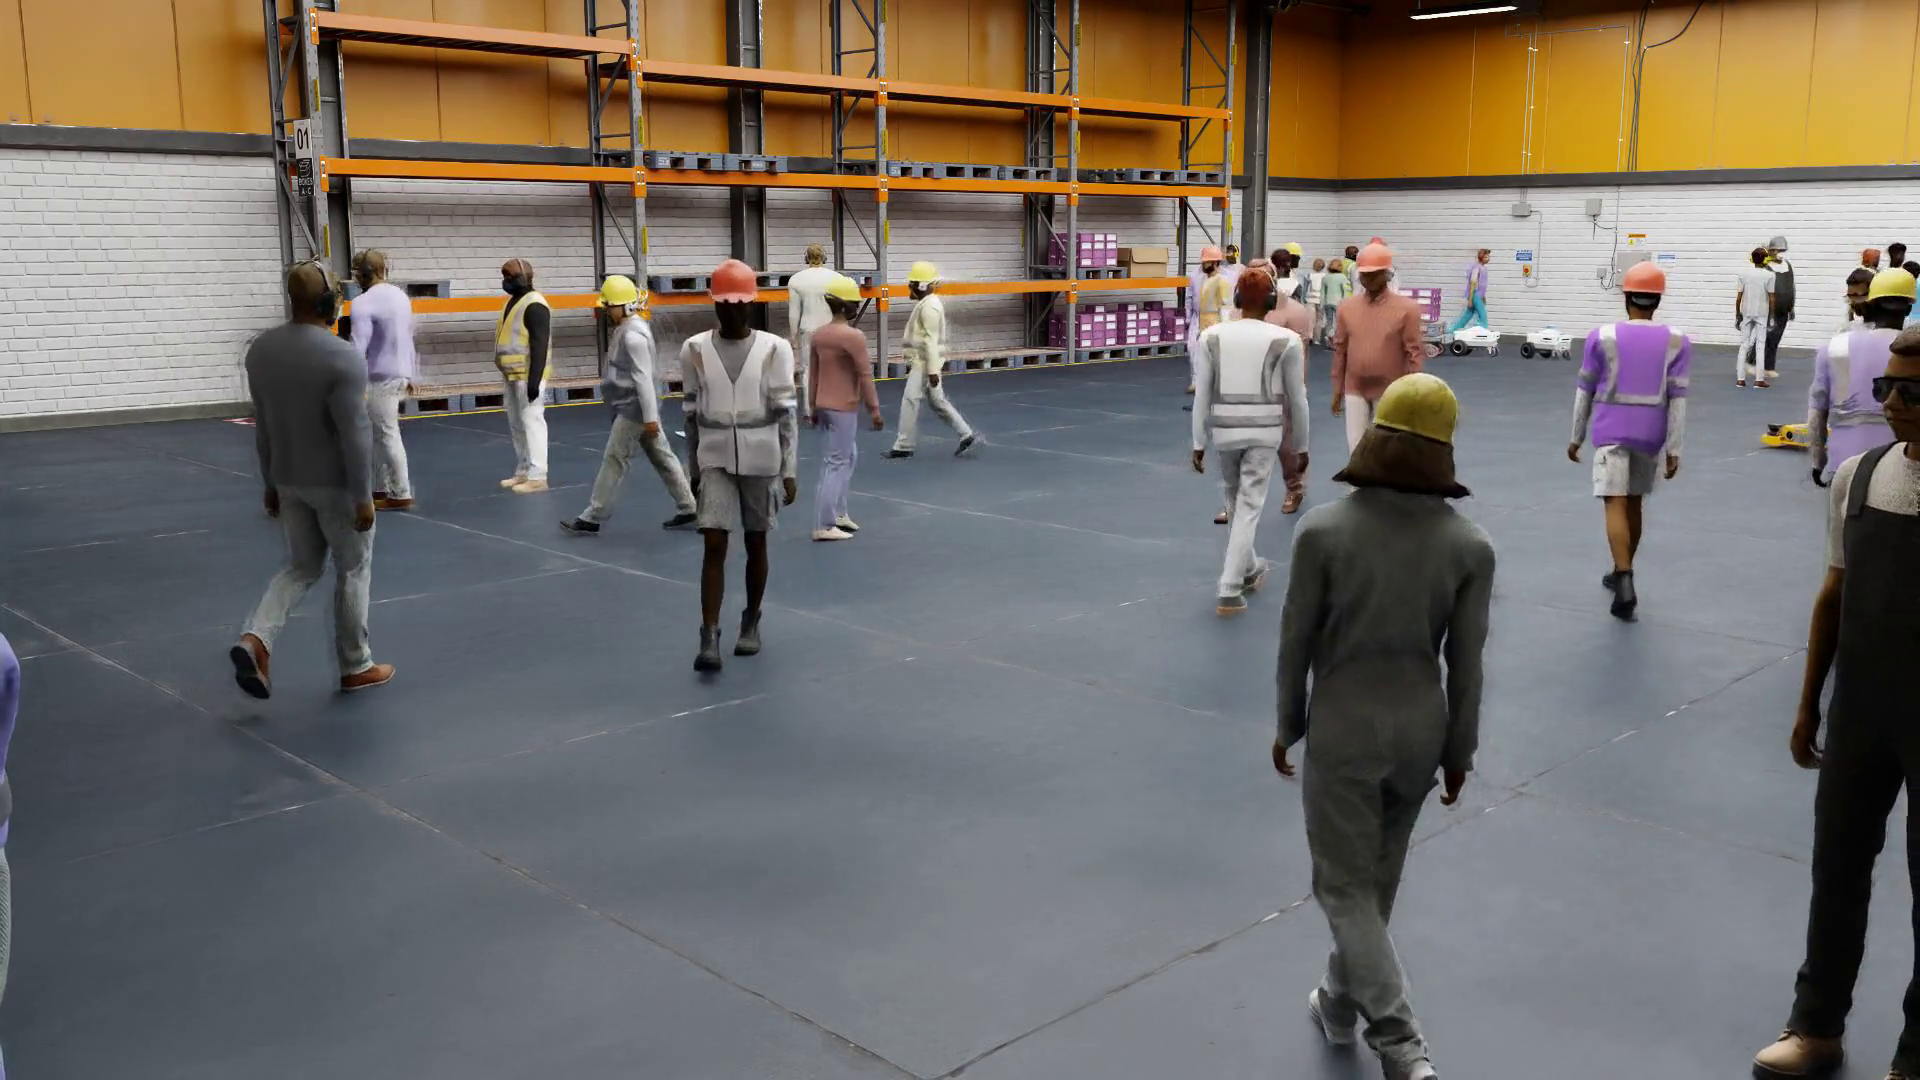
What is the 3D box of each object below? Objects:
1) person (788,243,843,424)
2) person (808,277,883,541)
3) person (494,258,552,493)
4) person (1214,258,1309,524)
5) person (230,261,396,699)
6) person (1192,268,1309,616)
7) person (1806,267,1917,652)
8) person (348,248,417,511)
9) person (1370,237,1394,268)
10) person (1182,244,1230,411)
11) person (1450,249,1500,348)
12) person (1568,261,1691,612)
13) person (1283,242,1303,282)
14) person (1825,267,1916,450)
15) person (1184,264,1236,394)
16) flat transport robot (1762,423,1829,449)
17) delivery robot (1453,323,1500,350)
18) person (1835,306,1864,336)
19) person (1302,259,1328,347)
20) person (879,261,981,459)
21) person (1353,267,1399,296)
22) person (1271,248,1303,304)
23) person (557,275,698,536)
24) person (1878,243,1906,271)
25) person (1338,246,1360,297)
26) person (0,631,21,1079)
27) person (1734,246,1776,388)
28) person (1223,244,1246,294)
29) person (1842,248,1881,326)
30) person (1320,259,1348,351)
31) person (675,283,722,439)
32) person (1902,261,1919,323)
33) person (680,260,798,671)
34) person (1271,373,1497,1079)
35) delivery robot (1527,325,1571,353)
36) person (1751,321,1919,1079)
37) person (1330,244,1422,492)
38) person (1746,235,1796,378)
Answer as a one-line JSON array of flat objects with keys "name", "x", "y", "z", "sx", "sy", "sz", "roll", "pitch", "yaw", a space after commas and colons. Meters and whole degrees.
[{"name": "person", "x": -1.530, "y": -2.213, "z": 17.896, "sx": 0.627, "sy": 1.938, "sz": 0.372, "roll": -2, "pitch": 11, "yaw": -9}, {"name": "person", "x": -0.751, "y": -0.866, "z": 11.086, "sx": 0.613, "sy": 1.746, "sz": 0.536, "roll": -8, "pitch": 13, "yaw": -36}, {"name": "person", "x": -3.450, "y": -1.296, "z": 13.156, "sx": 0.429, "sy": 1.841, "sz": 0.642, "roll": -7, "pitch": 13, "yaw": -34}, {"name": "person", "x": 2.195, "y": -1.072, "z": 11.881, "sx": 0.646, "sy": 1.870, "sz": 0.958, "roll": 8, "pitch": 13, "yaw": 36}, {"name": "person", "x": -2.801, "y": -0.231, "z": 7.139, "sx": 0.636, "sy": 1.917, "sz": 0.716, "roll": 4, "pitch": 11, "yaw": 23}, {"name": "person", "x": 1.621, "y": -0.550, "z": 9.089, "sx": 0.596, "sy": 1.833, "sz": 0.962, "roll": 6, "pitch": 12, "yaw": 28}, {"name": "person", "x": 4.421, "y": -0.371, "z": 8.054, "sx": 0.599, "sy": 1.882, "sz": 0.889, "roll": 5, "pitch": 12, "yaw": 26}, {"name": "person", "x": -4.339, "y": -1.157, "z": 12.159, "sx": 0.672, "sy": 1.923, "sz": 0.661, "roll": 2, "pitch": 11, "yaw": 11}, {"name": "person", "x": 7.859, "y": -4.619, "z": 30.837, "sx": 0.826, "sy": 2.004, "sz": 0.642, "roll": -6, "pitch": 12, "yaw": -28}, {"name": "person", "x": 2.946, "y": -2.437, "z": 19.165, "sx": 0.724, "sy": 1.923, "sz": 0.555, "roll": -3, "pitch": 11, "yaw": -16}, {"name": "person", "x": 9.295, "y": -4.380, "z": 30.127, "sx": 0.941, "sy": 1.794, "sz": 0.652, "roll": 5, "pitch": 12, "yaw": 27}, {"name": "person", "x": 3.659, "y": -0.567, "z": 9.063, "sx": 0.553, "sy": 1.896, "sz": 0.986, "roll": 1, "pitch": 10, "yaw": 8}, {"name": "person", "x": 4.482, "y": -3.091, "z": 22.702, "sx": 0.360, "sy": 1.930, "sz": 0.587, "roll": 4, "pitch": 11, "yaw": 21}, {"name": "person", "x": 5.398, "y": -0.685, "z": 9.826, "sx": 0.433, "sy": 1.837, "sz": 0.557, "roll": -3, "pitch": 11, "yaw": -17}, {"name": "person", "x": 3.147, "y": -2.793, "z": 21.192, "sx": 0.684, "sy": 1.885, "sz": 0.659, "roll": 5, "pitch": 12, "yaw": 27}, {"name": "flat transport robot", "x": 8.267, "y": -0.929, "z": 15.440, "sx": 0.652, "sy": 0.197, "sz": 1.431, "roll": -4, "pitch": 11, "yaw": -19}, {"name": "delivery robot", "x": 8.658, "y": -3.397, "z": 27.868, "sx": 0.707, "sy": 0.478, "sz": 0.477, "roll": 6, "pitch": 12, "yaw": 30}, {"name": "person", "x": 6.864, "y": -1.087, "z": 12.633, "sx": 0.585, "sy": 1.614, "sz": 0.503, "roll": -6, "pitch": 12, "yaw": -29}, {"name": "person", "x": 6.514, "y": -4.345, "z": 30.433, "sx": 0.524, "sy": 1.601, "sz": 0.821, "roll": 2, "pitch": 11, "yaw": 12}, {"name": "person", "x": -0.260, "y": -1.611, "z": 15.007, "sx": 0.883, "sy": 1.804, "sz": 0.593, "roll": 1, "pitch": 10, "yaw": 3}, {"name": "person", "x": 6.082, "y": -3.366, "z": 24.403, "sx": 0.654, "sy": 1.866, "sz": 0.971, "roll": 0, "pitch": 10, "yaw": -2}, {"name": "person", "x": 3.208, "y": -2.013, "z": 16.925, "sx": 0.738, "sy": 1.891, "sz": 0.621, "roll": -8, "pitch": 13, "yaw": -36}, {"name": "person", "x": -2.209, "y": -0.897, "z": 11.212, "sx": 0.973, "sy": 1.764, "sz": 0.605, "roll": -1, "pitch": 10, "yaw": -7}, {"name": "person", "x": 13.286, "y": -3.266, "z": 23.704, "sx": 0.625, "sy": 1.911, "sz": 0.995, "roll": -3, "pitch": 11, "yaw": -15}, {"name": "person", "x": 7.040, "y": -4.404, "z": 30.139, "sx": 0.429, "sy": 1.834, "sz": 0.648, "roll": -4, "pitch": 11, "yaw": -20}, {"name": "person", "x": -1.358, "y": 0.698, "z": 2.009, "sx": 0.347, "sy": 1.943, "sz": 0.544, "roll": 1, "pitch": 10, "yaw": 5}, {"name": "person", "x": 10.606, "y": -2.966, "z": 22.183, "sx": 0.520, "sy": 1.873, "sz": 0.328, "roll": 10, "pitch": 14, "yaw": 43}, {"name": "person", "x": 4.476, "y": -3.933, "z": 27.458, "sx": 0.318, "sy": 1.870, "sz": 0.531, "roll": -9, "pitch": 13, "yaw": -39}, {"name": "person", "x": 11.759, "y": -2.880, "z": 21.732, "sx": 0.689, "sy": 1.863, "sz": 0.571, "roll": -3, "pitch": 11, "yaw": -17}, {"name": "person", "x": 6.492, "y": -4.091, "z": 29.000, "sx": 0.554, "sy": 1.616, "sz": 0.440, "roll": 9, "pitch": 14, "yaw": 41}, {"name": "person", "x": -2.257, "y": -1.732, "z": 15.872, "sx": 0.902, "sy": 1.721, "sz": 0.527, "roll": -3, "pitch": 11, "yaw": -14}, {"name": "person", "x": 12.083, "y": -2.702, "z": 21.240, "sx": 0.569, "sy": 1.696, "sz": 0.318, "roll": -4, "pitch": 11, "yaw": -20}, {"name": "person", "x": -1.031, "y": -0.332, "z": 7.736, "sx": 0.552, "sy": 1.897, "sz": 0.903, "roll": -1, "pitch": 10, "yaw": -3}, {"name": "person", "x": 1.005, "y": 0.472, "z": 3.870, "sx": 0.496, "sy": 1.705, "sz": 0.786, "roll": -1, "pitch": 10, "yaw": -6}, {"name": "delivery robot", "x": 9.607, "y": -3.263, "z": 27.136, "sx": 0.477, "sy": 0.478, "sz": 0.707, "roll": -5, "pitch": 12, "yaw": -27}, {"name": "person", "x": 2.154, "y": 0.418, "z": 3.815, "sx": 0.380, "sy": 1.844, "sz": 0.507, "roll": -6, "pitch": 12, "yaw": -28}, {"name": "person", "x": 2.889, "y": -1.048, "z": 11.468, "sx": 0.619, "sy": 1.968, "sz": 0.655, "roll": 7, "pitch": 12, "yaw": 33}, {"name": "person", "x": 11.537, "y": -3.305, "z": 23.567, "sx": 0.687, "sy": 2.000, "sz": 0.537, "roll": -3, "pitch": 11, "yaw": -13}]
